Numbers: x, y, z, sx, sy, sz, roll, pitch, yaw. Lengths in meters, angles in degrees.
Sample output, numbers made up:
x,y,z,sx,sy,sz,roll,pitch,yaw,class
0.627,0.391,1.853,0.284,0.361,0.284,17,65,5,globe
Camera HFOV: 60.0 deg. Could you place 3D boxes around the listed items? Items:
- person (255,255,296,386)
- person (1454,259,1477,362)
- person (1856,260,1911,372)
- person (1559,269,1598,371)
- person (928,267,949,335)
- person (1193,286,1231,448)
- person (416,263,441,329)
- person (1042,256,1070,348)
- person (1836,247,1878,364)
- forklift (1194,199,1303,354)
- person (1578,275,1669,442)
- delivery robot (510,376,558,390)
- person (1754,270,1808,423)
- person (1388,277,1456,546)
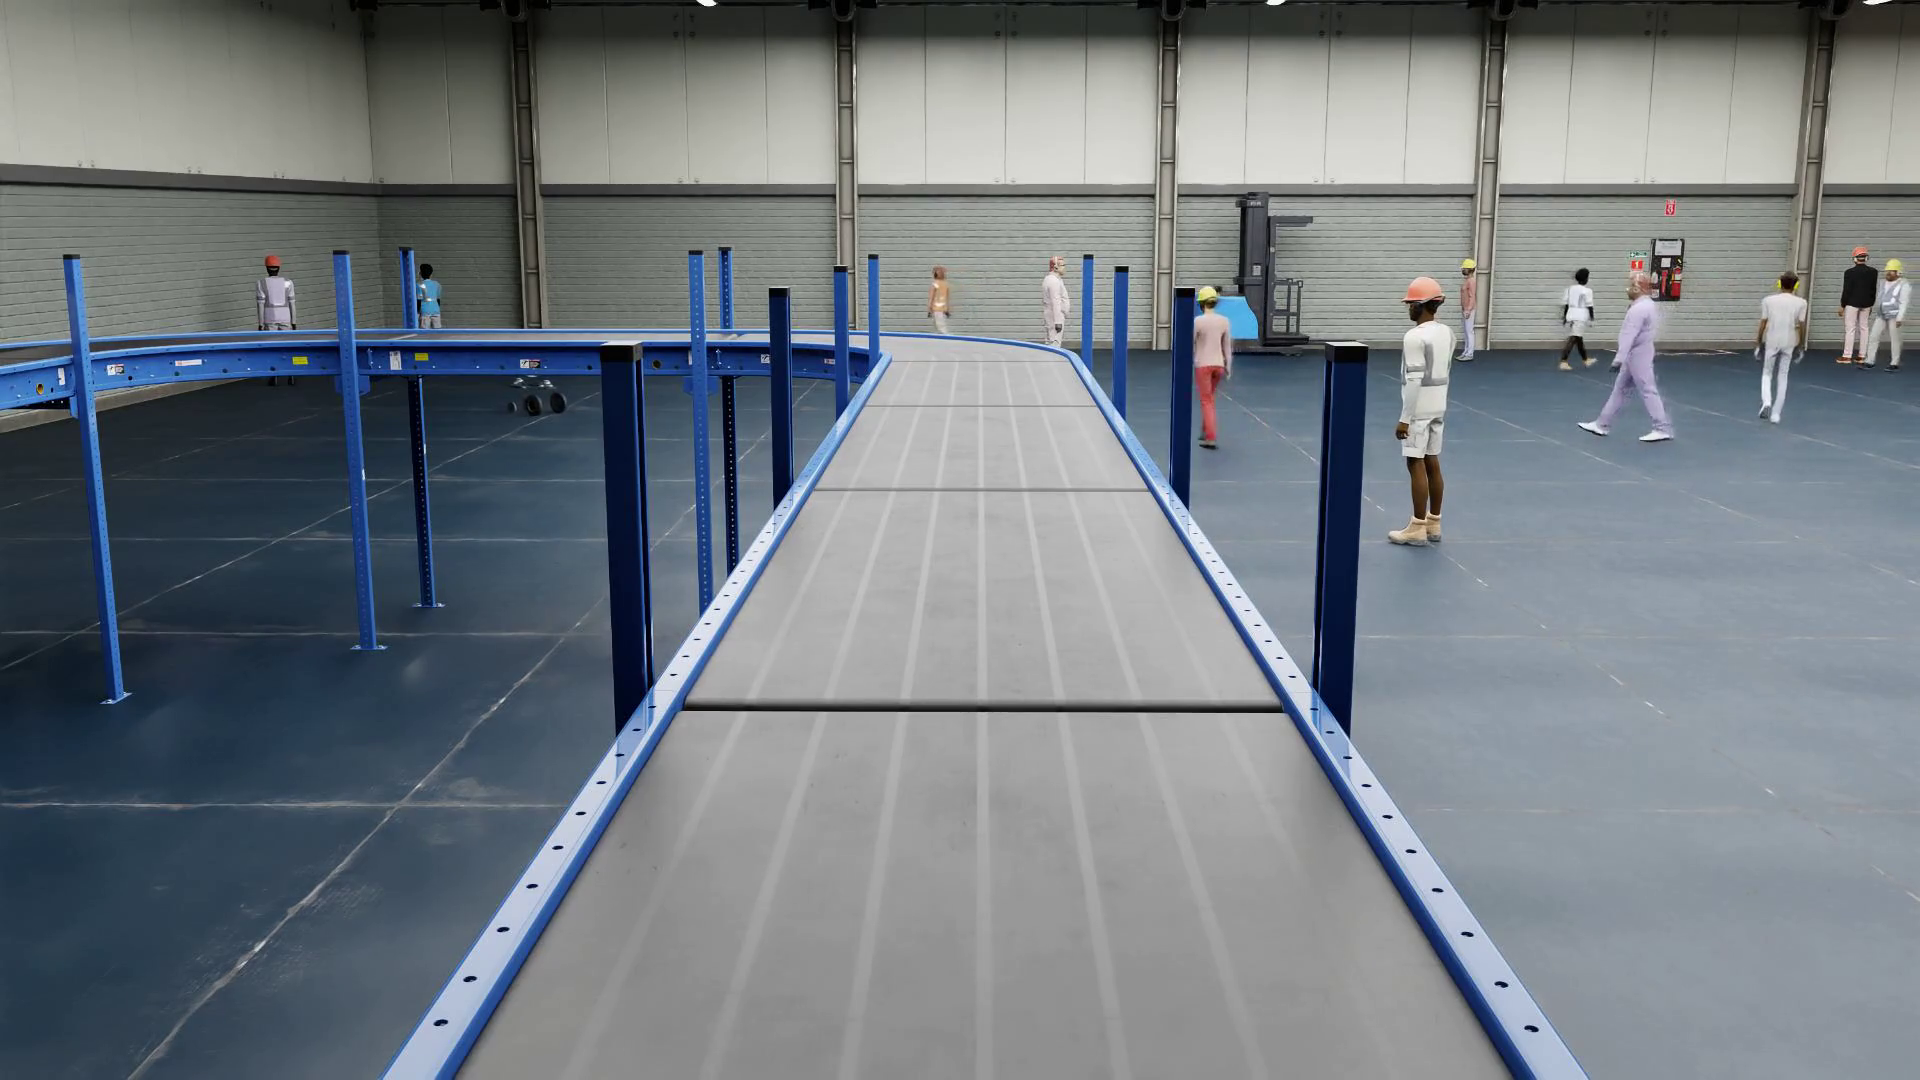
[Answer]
x,y,z,sx,sy,sz,roll,pitch,yaw,class
-10.243,-3.295,24.923,0.553,1.935,0.362,-8,13,-34,person
8.854,-4.010,29.041,0.314,1.769,0.524,2,11,8,person
15.009,-3.631,26.997,0.804,1.798,0.615,-4,12,-18,person
10.172,-3.605,27.226,0.881,1.647,0.550,-4,12,-21,person
-0.360,-4.166,30.250,0.821,1.602,0.525,7,13,34,person
2.663,-1.904,18.282,0.530,1.743,0.715,-6,13,-29,person
-9.222,-3.940,28.859,0.316,1.696,0.540,6,13,30,person
1.453,-3.316,25.115,0.409,1.909,0.640,-1,11,-8,person
15.420,-4.035,28.606,0.611,1.985,0.393,-1,11,-6,person
5.313,-4.851,30.603,1.873,2.768,1.129,0,11,1,forklift
7.555,-2.046,18.714,1.000,1.850,0.658,5,12,25,person
-5.490,-2.069,21.385,0.698,0.223,0.335,7,13,33,delivery robot
10.008,-2.355,20.296,0.559,1.854,0.418,6,12,27,person
3.537,-0.993,12.823,0.391,2.040,0.615,10,15,42,person
